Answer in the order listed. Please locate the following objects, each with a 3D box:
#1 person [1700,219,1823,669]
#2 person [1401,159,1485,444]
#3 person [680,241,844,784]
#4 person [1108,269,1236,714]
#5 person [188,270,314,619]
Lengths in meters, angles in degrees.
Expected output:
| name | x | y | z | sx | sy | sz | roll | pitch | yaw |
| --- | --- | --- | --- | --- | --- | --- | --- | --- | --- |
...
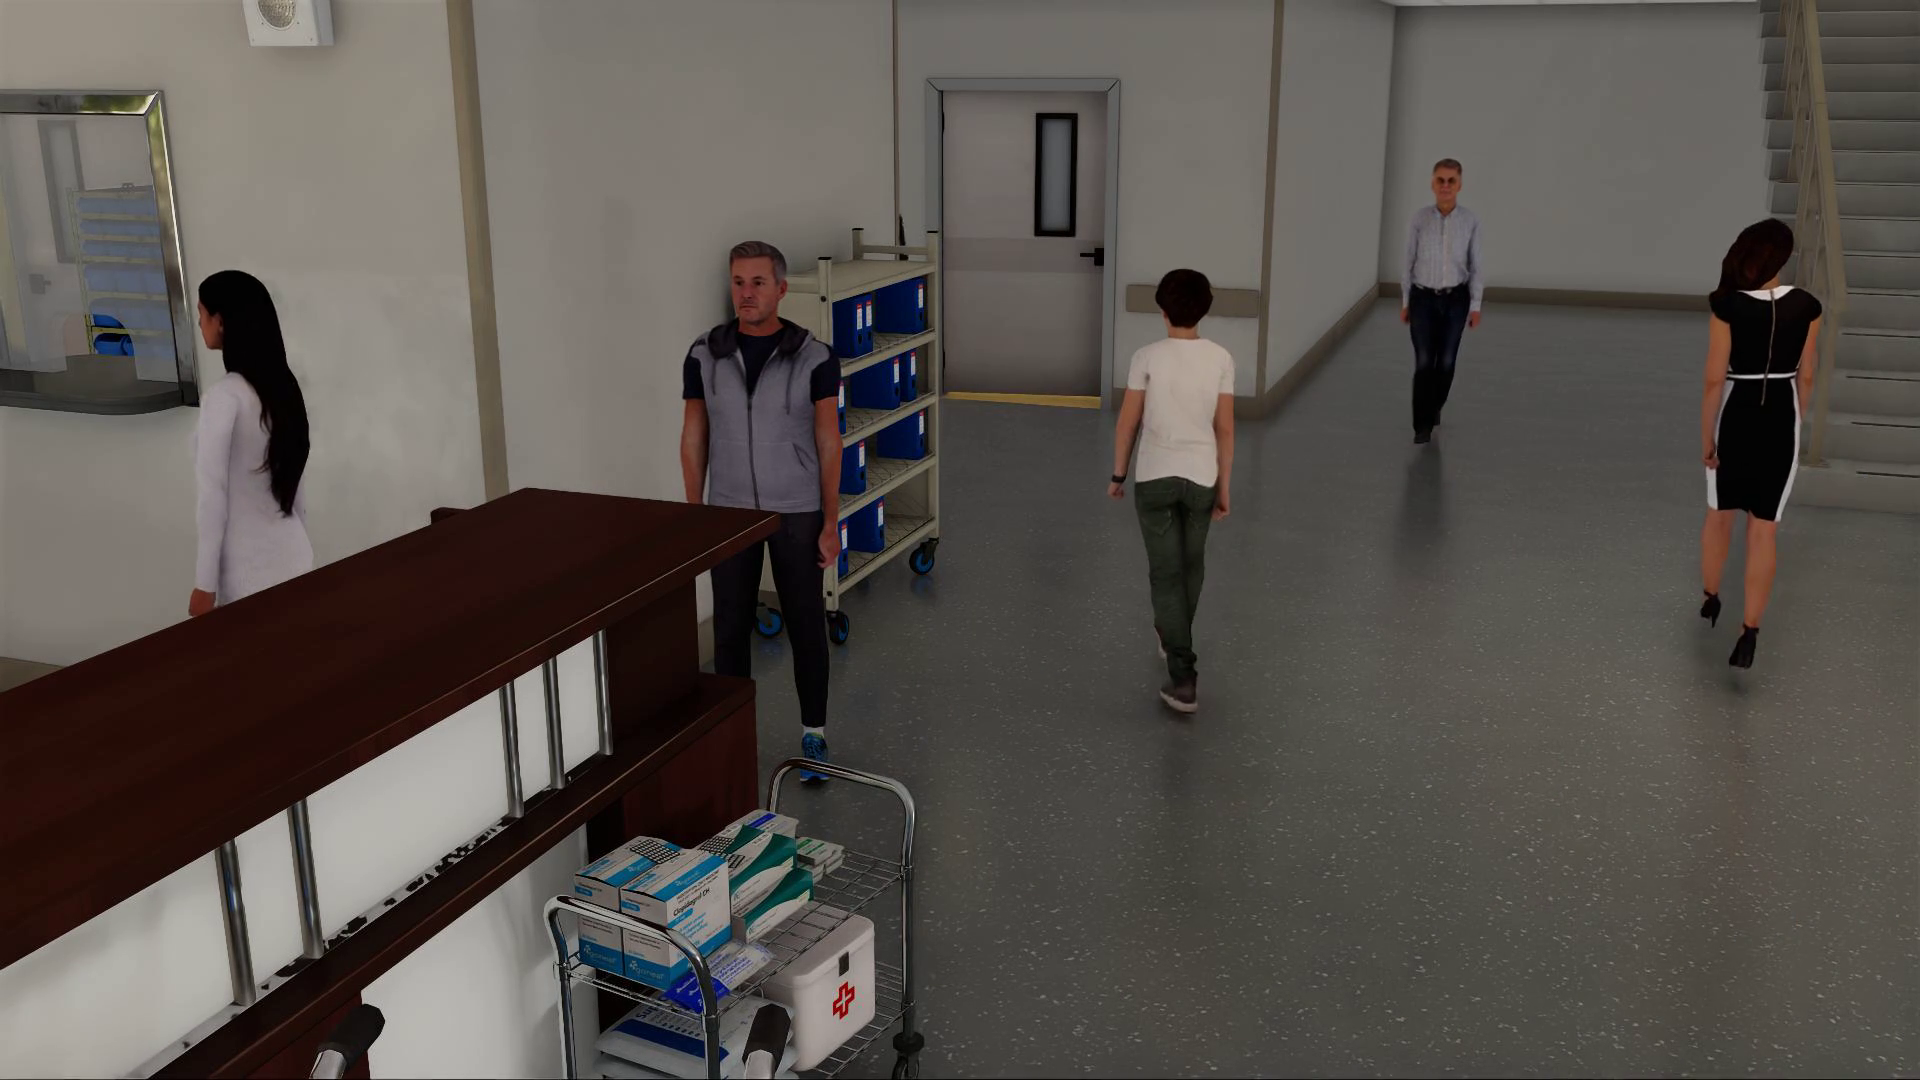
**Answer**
| name | x | y | z | sx | sy | sz | roll | pitch | yaw |
| --- | --- | --- | --- | --- | --- | --- | --- | --- | --- |
| person | 3.162 | -0.329 | 6.579 | 0.610 | 1.748 | 1.128 | 5 | 16 | 16 |
| person | 3.132 | -1.544 | 10.833 | 0.741 | 1.779 | 1.207 | 4 | 16 | 14 |
| person | -0.649 | -0.085 | 5.564 | 0.751 | 1.829 | 0.673 | 1 | 16 | 4 |
| person | 0.821 | -0.154 | 6.202 | 0.905 | 1.615 | 1.118 | -3 | 16 | -9 |
| person | -1.972 | 0.134 | 4.863 | 0.884 | 1.788 | 1.073 | 1 | 16 | 3 |
